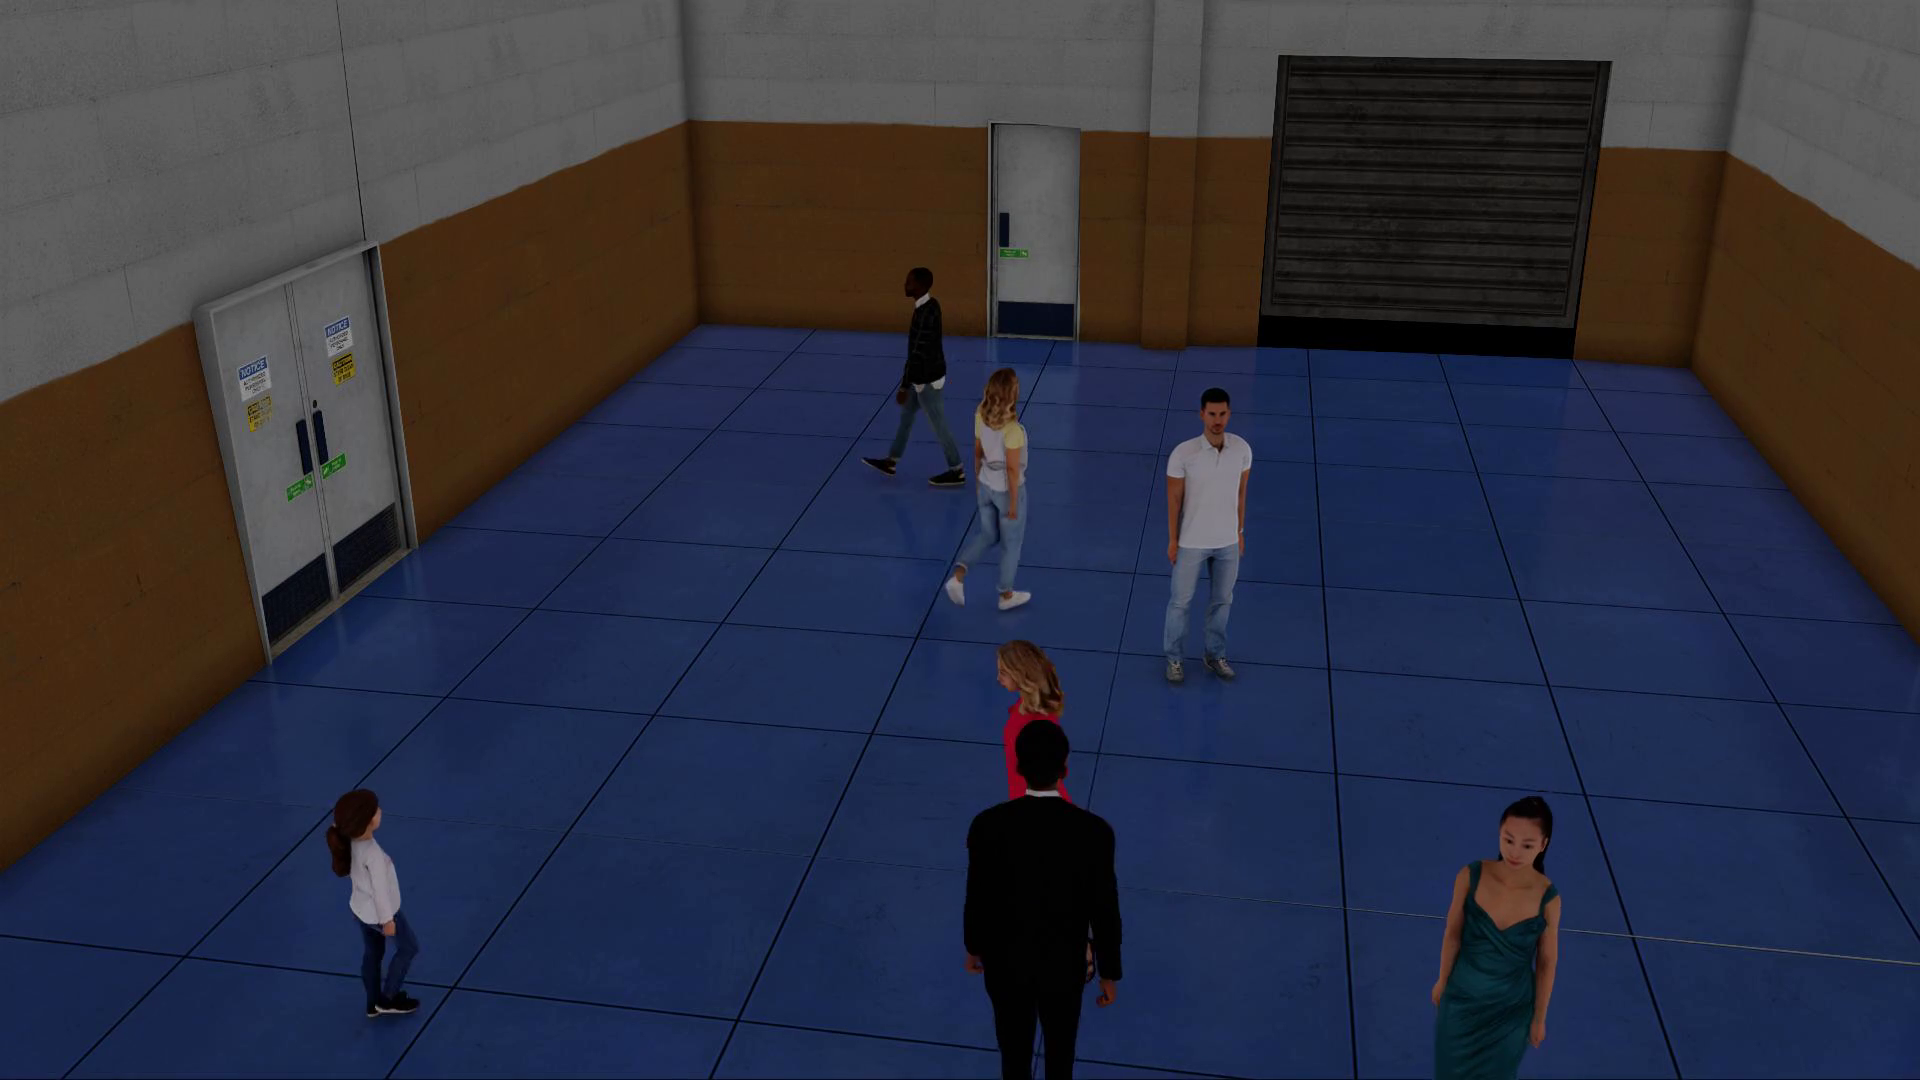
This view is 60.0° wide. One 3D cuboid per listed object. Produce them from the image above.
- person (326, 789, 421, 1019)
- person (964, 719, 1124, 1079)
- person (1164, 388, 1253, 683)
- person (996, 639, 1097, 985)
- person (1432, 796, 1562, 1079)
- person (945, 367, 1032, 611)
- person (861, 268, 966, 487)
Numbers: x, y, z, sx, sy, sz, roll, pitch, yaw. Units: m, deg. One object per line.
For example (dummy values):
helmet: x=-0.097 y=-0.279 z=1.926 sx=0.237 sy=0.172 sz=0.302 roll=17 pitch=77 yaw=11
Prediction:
person: x=-2.559 y=1.583 z=7.131 sx=0.612 sy=1.105 sz=0.542 roll=-20 pitch=29 yaw=-40
person: x=0.270 y=1.588 z=6.102 sx=0.669 sy=1.863 sz=0.846 roll=0 pitch=22 yaw=0
person: x=1.509 y=-0.032 z=10.134 sx=0.621 sy=1.864 sz=0.800 roll=-4 pitch=22 yaw=-10
person: x=0.437 y=1.226 z=7.220 sx=0.786 sy=1.702 sz=0.693 roll=-2 pitch=22 yaw=-4
person: x=1.974 y=1.670 z=6.148 sx=0.670 sy=1.676 sz=0.726 roll=11 pitch=24 yaw=26
person: x=0.197 y=-0.290 z=10.961 sx=1.012 sy=1.710 sz=0.976 roll=-17 pitch=27 yaw=-36
person: x=-0.167 y=-1.271 z=13.325 sx=1.126 sy=1.783 sz=0.795 roll=1 pitch=22 yaw=4
